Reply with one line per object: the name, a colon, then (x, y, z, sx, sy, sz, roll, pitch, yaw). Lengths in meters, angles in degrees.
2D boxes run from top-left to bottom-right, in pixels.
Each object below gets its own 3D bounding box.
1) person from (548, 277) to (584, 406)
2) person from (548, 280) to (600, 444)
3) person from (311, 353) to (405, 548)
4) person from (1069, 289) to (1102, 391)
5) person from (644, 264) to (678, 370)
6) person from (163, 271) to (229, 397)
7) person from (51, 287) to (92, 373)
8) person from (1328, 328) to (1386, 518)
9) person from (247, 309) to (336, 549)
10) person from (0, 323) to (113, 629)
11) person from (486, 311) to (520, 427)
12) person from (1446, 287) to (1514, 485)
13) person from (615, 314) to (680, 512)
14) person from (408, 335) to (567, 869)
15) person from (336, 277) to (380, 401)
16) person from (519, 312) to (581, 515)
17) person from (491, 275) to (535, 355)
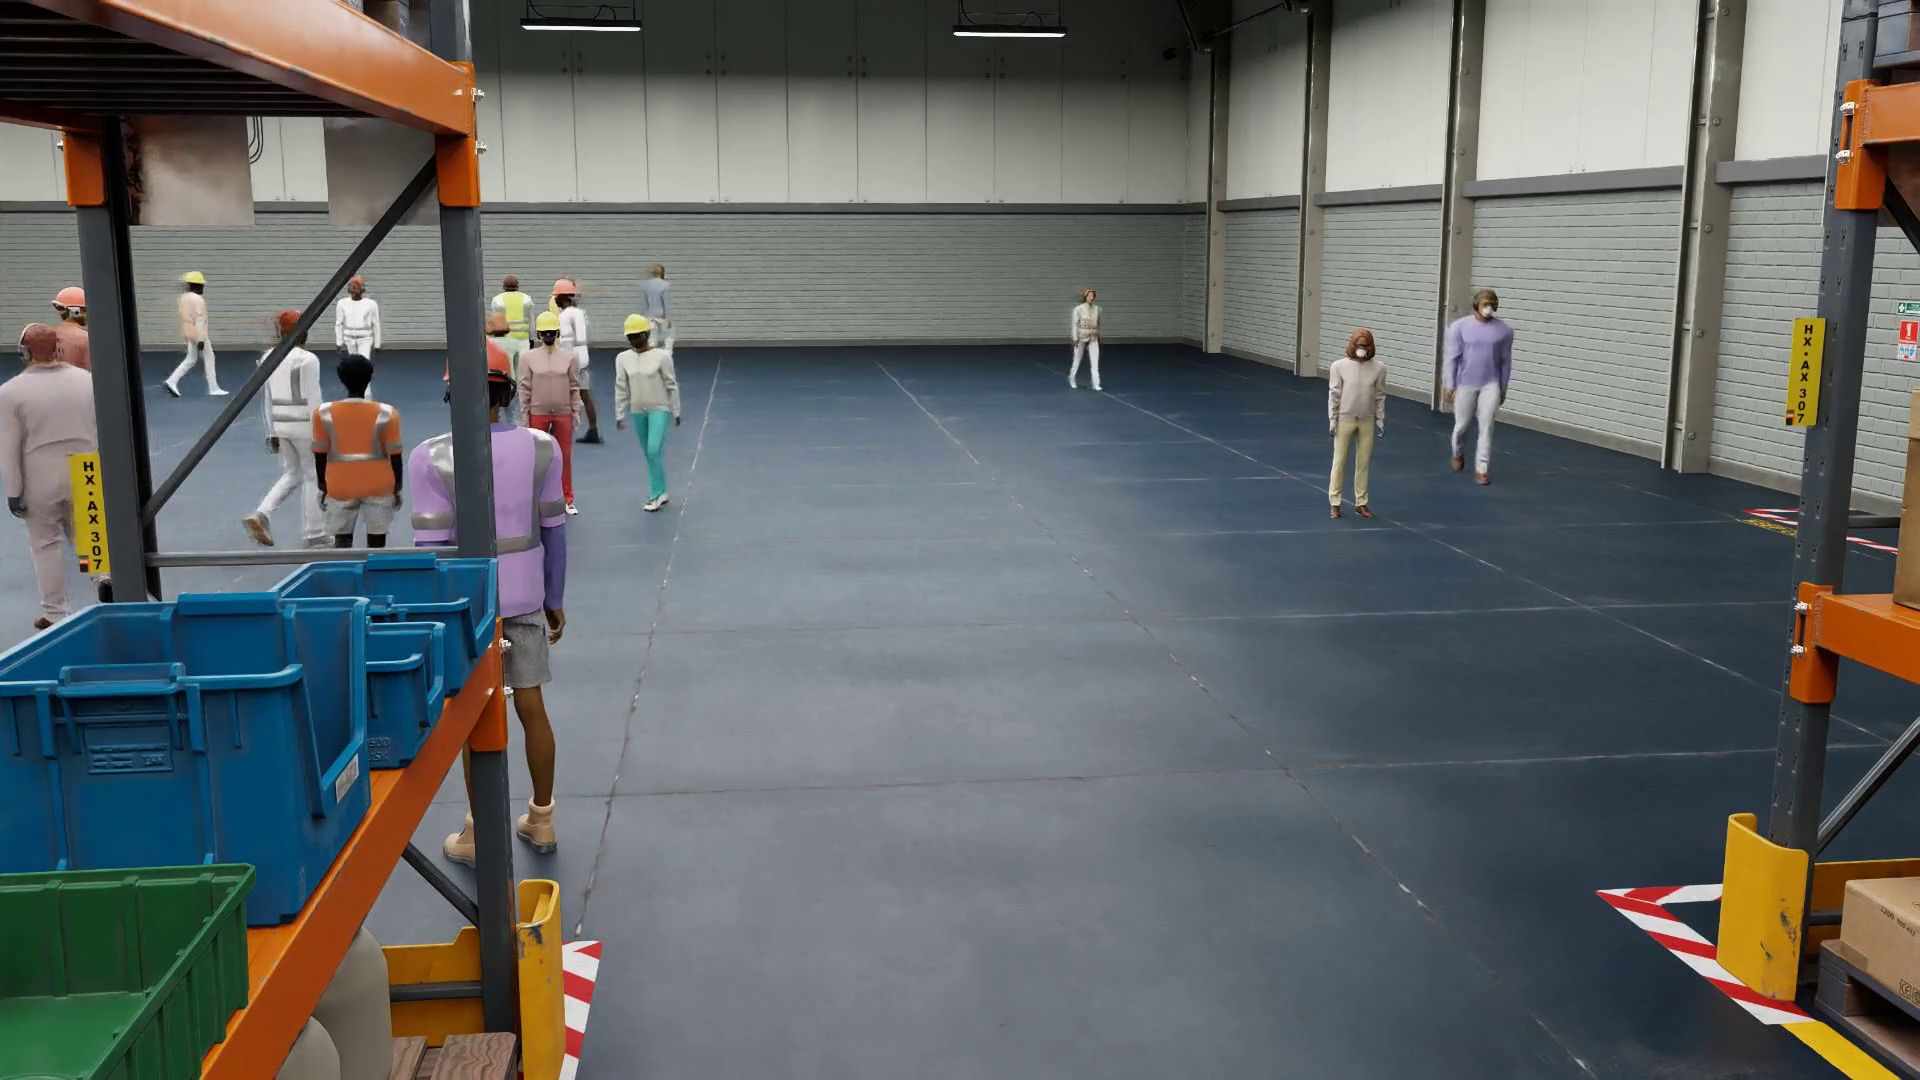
person: (-5.611, -2.837, 23.786, 0.430, 1.839, 0.619, -9, 14, -41)
person: (-4.598, -2.057, 19.324, 0.860, 1.904, 0.555, 3, 11, 15)
person: (-3.722, -0.314, 10.343, 0.549, 1.686, 0.371, -3, 11, -14)
person: (1.976, -3.178, 26.295, 0.527, 1.599, 0.833, -4, 11, -23)
person: (-5.354, -3.995, 29.914, 0.670, 1.913, 0.697, 7, 12, 34)
person: (-11.580, -3.102, 25.080, 0.593, 1.902, 0.852, 9, 14, 41)
person: (-7.302, -1.093, 13.808, 0.610, 1.989, 0.392, 4, 11, 19)
person: (3.403, -1.001, 14.277, 0.498, 1.633, 0.285, -1, 10, -3)
person: (-5.107, -0.824, 12.692, 0.576, 1.867, 0.636, 5, 12, 27)
person: (-5.445, -0.363, 10.063, 0.582, 1.890, 0.663, 8, 13, 37)
person: (-4.819, -1.574, 17.443, 0.291, 1.639, 0.504, 6, 12, 30)
person: (5.098, -1.527, 16.388, 0.637, 1.920, 0.742, 2, 10, 8)
person: (-2.761, -1.113, 14.612, 0.532, 1.725, 0.779, 3, 11, 17)
person: (-1.804, 0.235, 6.375, 0.615, 2.043, 0.373, -9, 14, -41)
person: (-8.551, -2.815, 23.689, 0.575, 1.842, 0.985, 0, 10, -1)
person: (-3.528, -1.081, 14.354, 0.522, 1.768, 0.312, -4, 11, -21)
person: (-6.580, -2.973, 24.518, 0.624, 1.844, 0.429, -5, 11, -24)
